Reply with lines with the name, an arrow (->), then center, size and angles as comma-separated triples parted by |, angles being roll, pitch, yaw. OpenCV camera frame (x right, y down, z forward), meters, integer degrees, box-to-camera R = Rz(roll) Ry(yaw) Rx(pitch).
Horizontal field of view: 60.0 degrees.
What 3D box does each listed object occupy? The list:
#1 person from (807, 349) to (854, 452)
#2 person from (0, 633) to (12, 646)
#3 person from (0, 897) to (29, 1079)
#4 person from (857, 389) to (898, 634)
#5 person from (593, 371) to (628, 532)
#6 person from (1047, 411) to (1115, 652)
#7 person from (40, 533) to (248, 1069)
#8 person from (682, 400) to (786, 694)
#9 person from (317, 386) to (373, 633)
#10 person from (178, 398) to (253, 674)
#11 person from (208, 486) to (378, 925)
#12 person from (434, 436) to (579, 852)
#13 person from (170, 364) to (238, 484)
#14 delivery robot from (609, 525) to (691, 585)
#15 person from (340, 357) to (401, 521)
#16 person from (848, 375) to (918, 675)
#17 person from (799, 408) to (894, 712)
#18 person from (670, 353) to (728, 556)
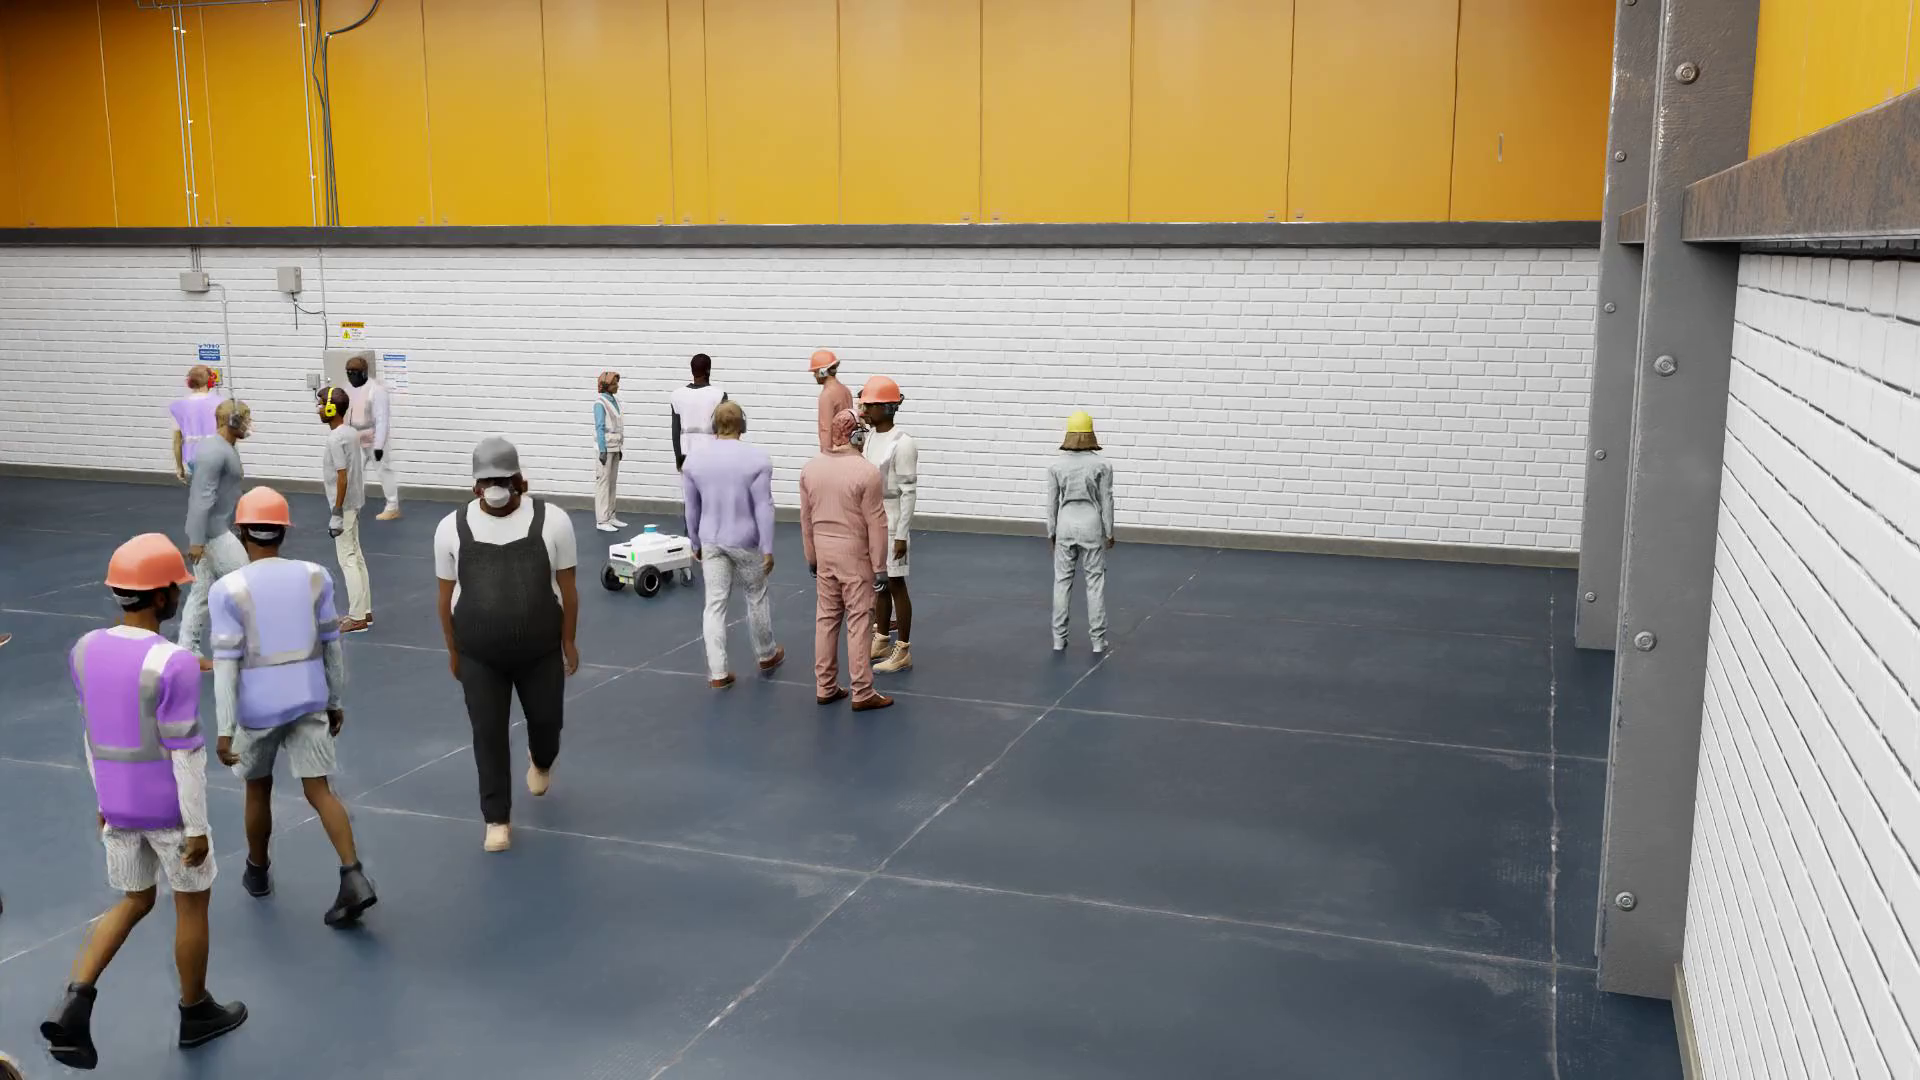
person -> -1.185, -0.798, 15.539 | 0.496, 1.965, 0.646 | 2, 10, 13
person -> -7.143, 0.009, 11.410 | 0.989, 1.815, 0.531 | -7, 12, -34
person -> -1.906, 1.491, 3.046 | 0.702, 1.823, 0.490 | 6, 12, 31
person -> -0.621, -0.222, 12.568 | 0.310, 1.864, 0.532 | -2, 10, -12
person -> -3.606, -0.914, 17.095 | 0.313, 1.639, 0.517 | 2, 10, 8
person -> 0.873, -0.060, 12.018 | 0.488, 1.739, 0.317 | 3, 11, 18
person -> -2.908, 0.941, 5.859 | 0.550, 1.920, 0.678 | 4, 11, 19
person -> -1.489, 0.019, 11.111 | 0.648, 1.897, 0.926 | 2, 10, 11
person -> -4.674, -0.228, 12.587 | 0.311, 1.869, 0.532 | -1, 10, -6
person -> -5.046, -0.020, 11.375 | 0.780, 1.880, 0.653 | -4, 11, -21
person -> -2.924, 0.723, 7.220 | 0.594, 1.888, 0.971 | -9, 14, -42
person -> -2.237, 0.454, 8.262 | 0.684, 2.000, 0.773 | -2, 10, -13
person -> -7.022, -0.716, 15.465 | 0.584, 1.817, 0.727 | 0, 10, -2
delivery robot -> -2.616, 0.114, 14.097 | 0.477, 0.478, 0.707 | 8, 13, 37
person -> -6.205, -1.025, 17.365 | 0.634, 1.765, 0.995 | 3, 11, 19
person -> -0.529, -0.103, 11.390 | 0.378, 2.045, 0.605 | -6, 12, -31
person -> -0.695, 0.122, 10.515 | 0.652, 1.906, 0.402 | 7, 13, 36
person -> -2.419, -0.790, 15.620 | 0.587, 1.916, 0.392 | 3, 10, 15
